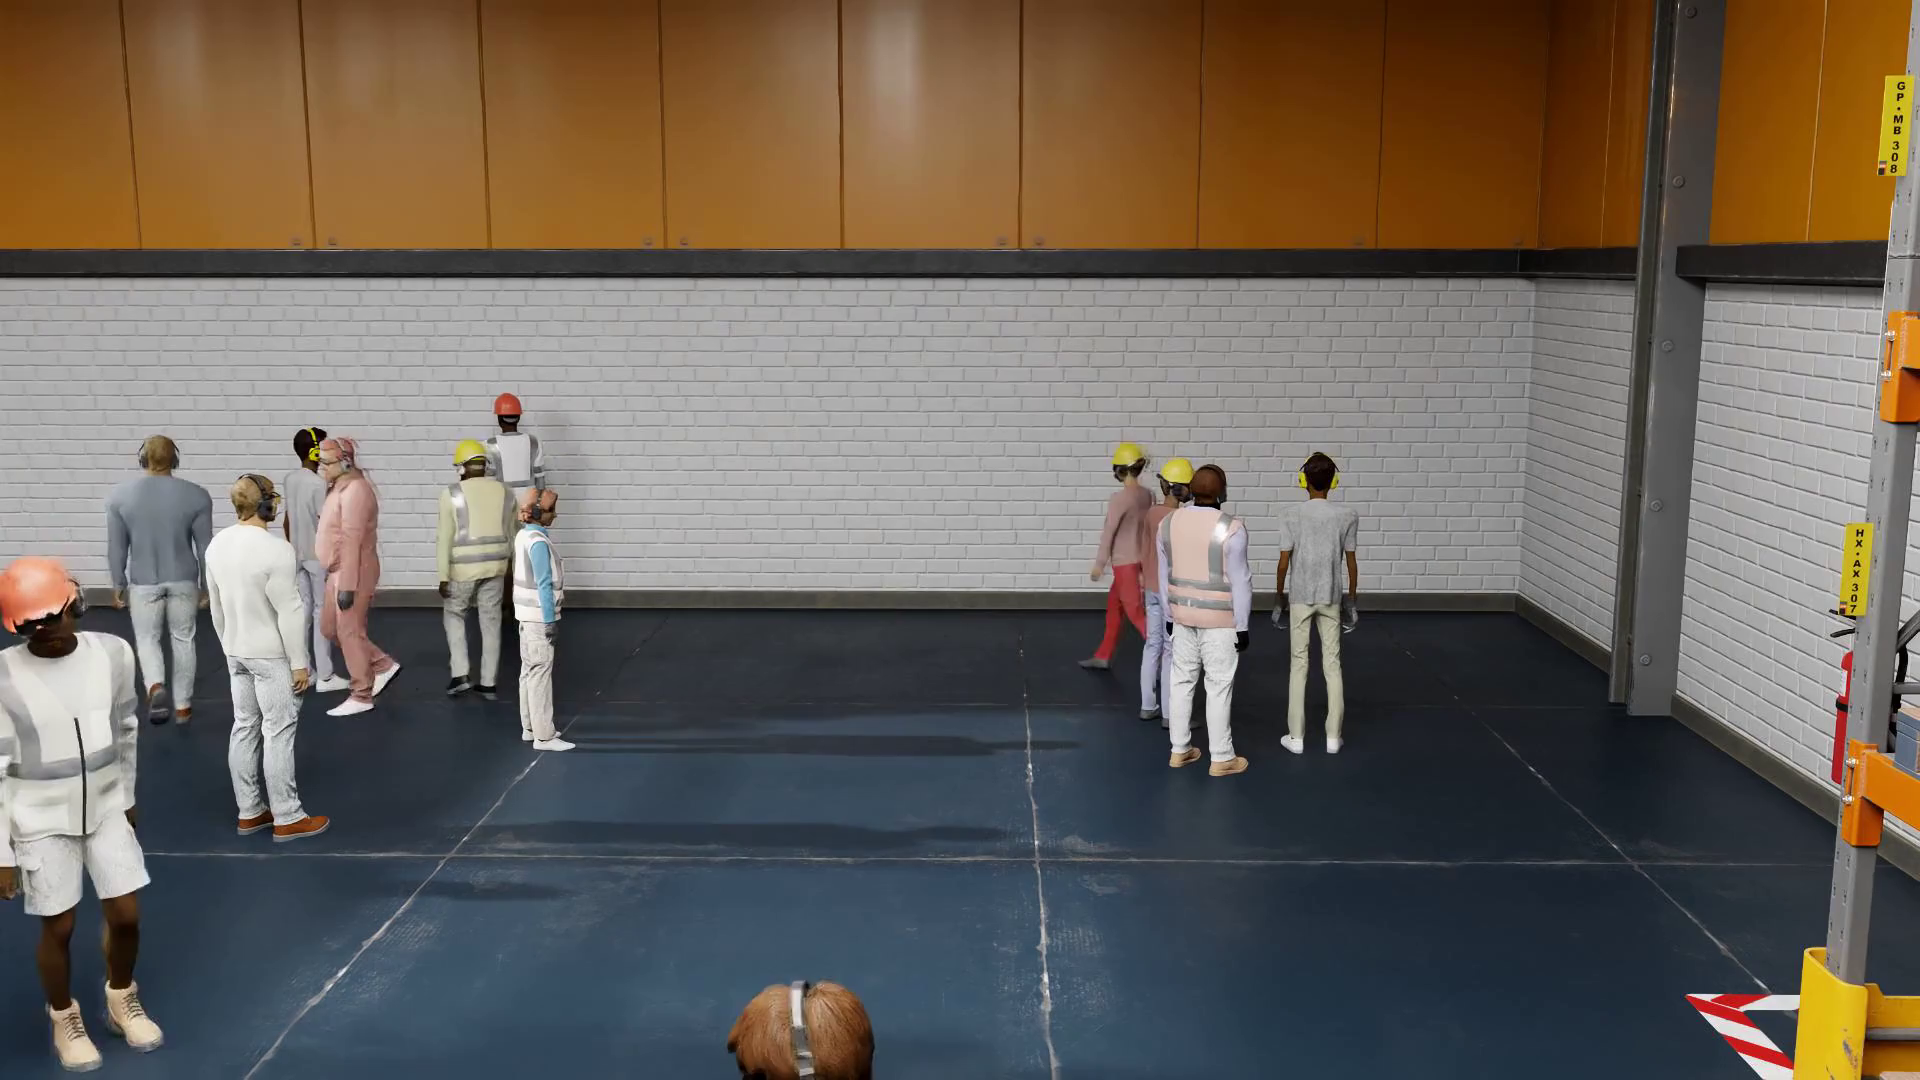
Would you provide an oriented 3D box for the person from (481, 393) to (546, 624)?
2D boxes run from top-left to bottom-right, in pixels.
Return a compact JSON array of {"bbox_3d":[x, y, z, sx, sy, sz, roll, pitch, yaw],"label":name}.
[{"bbox_3d":[-3.748,-0.264,13.955,0.545,1.941,0.350,-6,11,-31],"label":"person"}]

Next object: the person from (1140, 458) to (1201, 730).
[{"bbox_3d":[1.381,0.347,10.822,0.322,1.765,0.533,-5,11,-26],"label":"person"}]

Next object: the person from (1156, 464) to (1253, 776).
[{"bbox_3d":[1.464,0.469,9.851,0.625,1.847,0.429,9,13,42],"label":"person"}]

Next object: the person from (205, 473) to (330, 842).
[{"bbox_3d":[-3.642,0.613,8.709,0.629,1.940,0.372,5,11,28],"label":"person"}]

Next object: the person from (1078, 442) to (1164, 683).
[{"bbox_3d":[1.249,0.155,12.055,0.875,1.729,0.521,6,11,31],"label":"person"}]

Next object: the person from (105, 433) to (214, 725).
[{"bbox_3d":[-5.146,0.277,10.764,0.643,1.927,0.615,-4,10,-22],"label":"person"}]

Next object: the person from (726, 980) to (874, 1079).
[{"bbox_3d":[-0.227,1.640,2.888,0.429,1.833,0.631,-1,10,-6],"label":"person"}]

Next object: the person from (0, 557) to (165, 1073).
[{"bbox_3d":[-3.283,1.019,6.094,0.593,1.994,0.626,8,12,38],"label":"person"}]

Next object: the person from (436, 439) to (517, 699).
[{"bbox_3d":[-3.365,0.205,11.563,0.613,1.802,0.487,-8,12,-39],"label":"person"}]

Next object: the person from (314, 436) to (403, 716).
[{"bbox_3d":[-4.076,0.240,11.135,0.459,1.881,0.645,-5,11,-29],"label":"person"}]

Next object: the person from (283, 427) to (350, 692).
[{"bbox_3d":[-4.563,0.137,11.763,0.513,1.871,0.329,7,12,36],"label":"person"}]

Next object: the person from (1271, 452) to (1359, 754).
[{"bbox_3d":[2.188,0.392,10.251,0.533,1.864,0.310,0,9,3],"label":"person"}]

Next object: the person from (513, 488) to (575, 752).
[{"bbox_3d":[-2.611,0.491,10.336,0.311,1.639,0.513,-5,11,-27],"label":"person"}]
